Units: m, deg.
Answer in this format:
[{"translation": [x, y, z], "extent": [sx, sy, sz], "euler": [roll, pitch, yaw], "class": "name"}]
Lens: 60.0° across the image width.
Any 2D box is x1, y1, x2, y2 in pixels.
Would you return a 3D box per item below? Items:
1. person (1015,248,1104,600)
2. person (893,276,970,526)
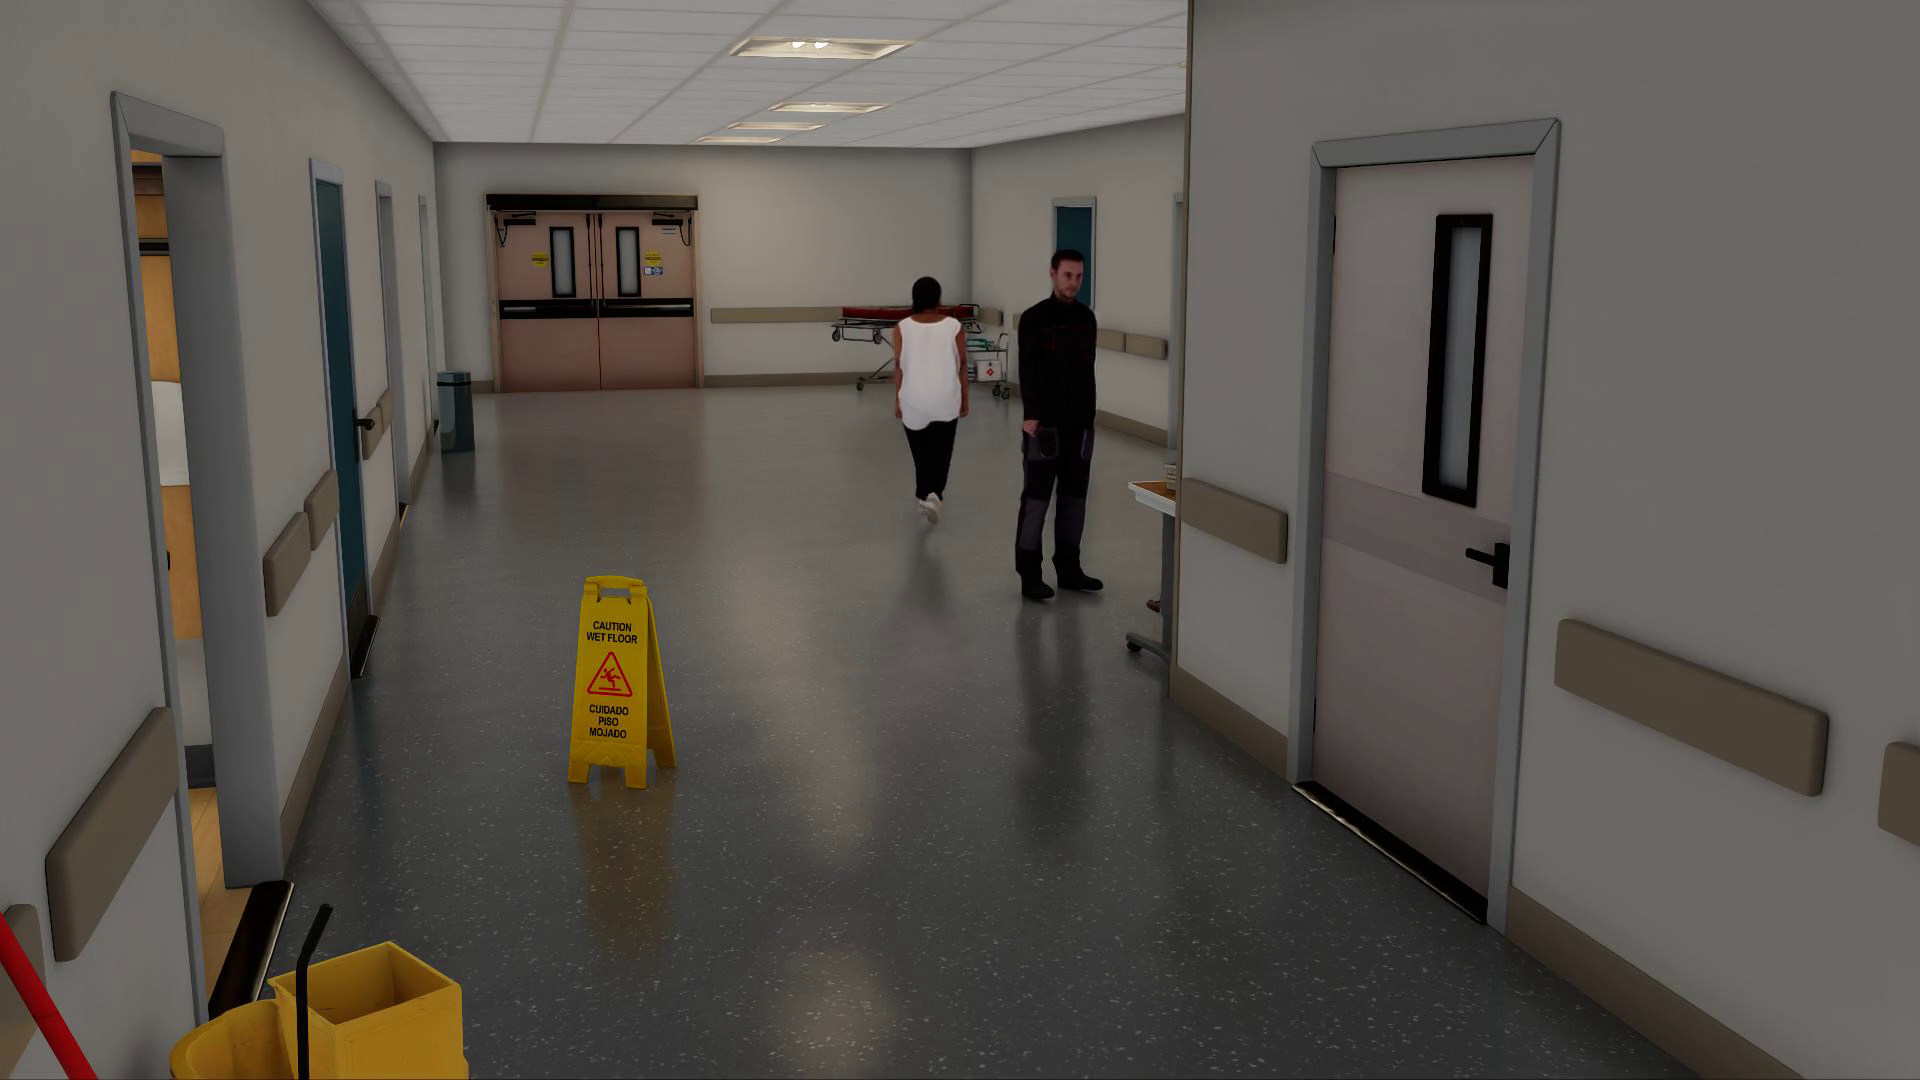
[{"translation": [0.544, -0.646, 9.149], "extent": [0.763, 1.911, 0.722], "euler": [-8, 13, -35], "class": "person"}, {"translation": [-0.216, -0.937, 11.356], "extent": [0.950, 1.660, 1.182], "euler": [2, 11, 10], "class": "person"}]
